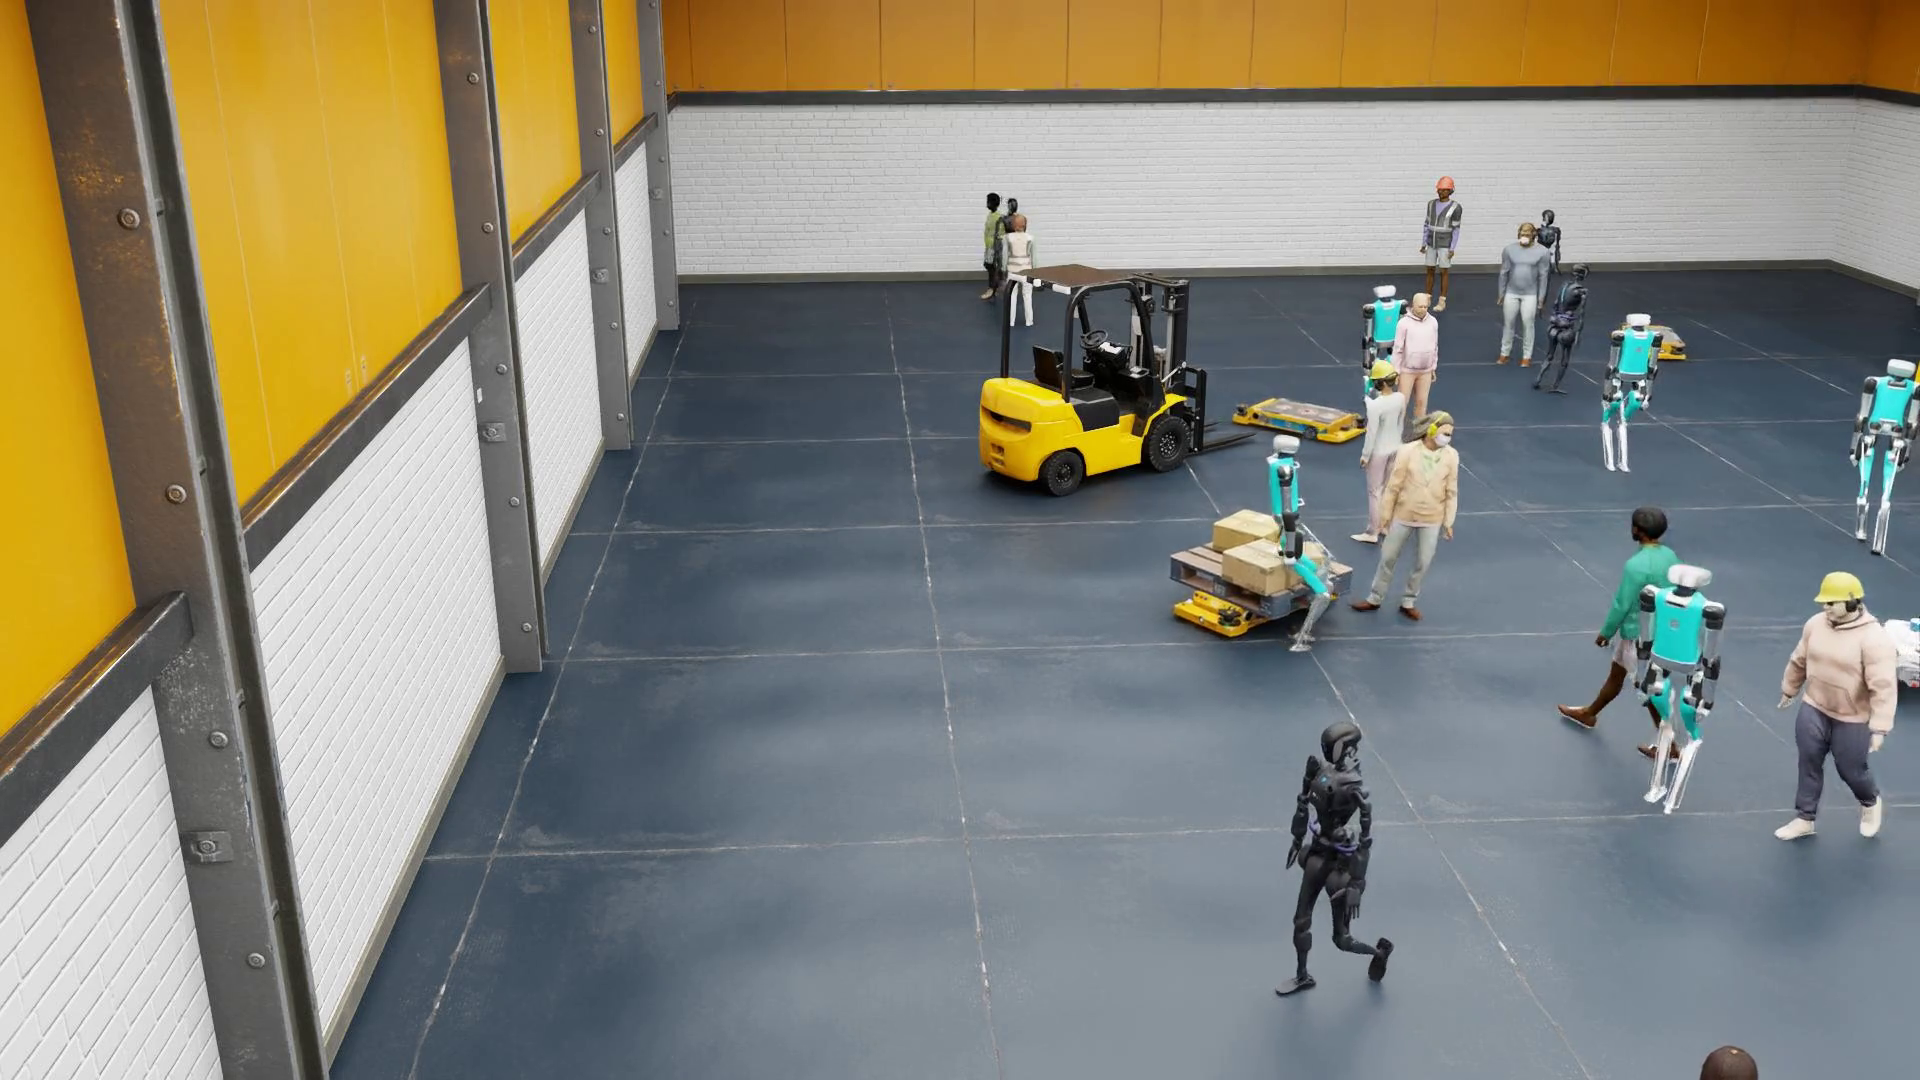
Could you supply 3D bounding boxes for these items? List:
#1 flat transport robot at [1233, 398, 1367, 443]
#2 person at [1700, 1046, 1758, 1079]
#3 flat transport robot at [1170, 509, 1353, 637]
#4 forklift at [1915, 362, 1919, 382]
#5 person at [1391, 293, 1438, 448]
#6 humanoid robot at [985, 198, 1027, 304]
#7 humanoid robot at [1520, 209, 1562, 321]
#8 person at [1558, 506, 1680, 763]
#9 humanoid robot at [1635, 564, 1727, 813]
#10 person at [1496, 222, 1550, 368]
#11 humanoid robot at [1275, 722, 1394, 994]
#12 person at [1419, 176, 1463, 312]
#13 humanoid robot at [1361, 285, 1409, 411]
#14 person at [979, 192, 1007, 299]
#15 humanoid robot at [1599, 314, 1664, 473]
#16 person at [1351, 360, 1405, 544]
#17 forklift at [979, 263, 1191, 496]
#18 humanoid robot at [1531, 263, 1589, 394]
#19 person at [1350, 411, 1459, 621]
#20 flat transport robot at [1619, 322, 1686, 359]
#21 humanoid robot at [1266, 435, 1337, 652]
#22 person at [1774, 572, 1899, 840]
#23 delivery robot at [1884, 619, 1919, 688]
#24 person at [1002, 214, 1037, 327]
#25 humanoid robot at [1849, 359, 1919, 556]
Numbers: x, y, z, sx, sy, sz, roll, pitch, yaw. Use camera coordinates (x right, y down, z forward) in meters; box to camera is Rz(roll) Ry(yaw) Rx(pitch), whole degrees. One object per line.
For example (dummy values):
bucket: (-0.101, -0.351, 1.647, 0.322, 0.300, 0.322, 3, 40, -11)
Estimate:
flat transport robot: (3.983, -1.410, 19.468, 1.431, 0.231, 0.659, 17, 26, 38)
person: (2.728, 2.671, 6.183, 0.470, 1.765, 0.366, 14, 24, 33)
flat transport robot: (2.567, 0.486, 14.303, 1.431, 0.231, 0.659, -15, 25, -36)
forklift: (12.602, -2.435, 19.475, 2.313, 2.155, 1.214, -1, 20, -4)
person: (5.066, -1.893, 18.603, 0.537, 1.775, 0.410, -4, 21, -11)
humanoid robot: (0.732, -4.491, 25.825, 0.639, 1.648, 0.465, -8, 22, -21)
humanoid robot: (8.667, -4.113, 24.801, 0.587, 1.646, 0.444, -8, 22, -21)
person: (4.757, 0.629, 11.697, 0.491, 1.792, 0.992, -17, 26, -38)
humanoid robot: (4.759, 0.944, 10.917, 0.753, 1.777, 0.532, -19, 27, -41)
person: (7.465, -3.263, 22.120, 0.627, 1.929, 0.352, 11, 23, 27)
humanoid robot: (2.057, 1.700, 8.984, 0.662, 1.630, 0.603, -11, 23, -27)
person: (7.299, -4.512, 25.345, 0.365, 2.048, 0.607, -17, 26, -38)
humanoid robot: (4.828, -2.124, 19.325, 0.580, 1.783, 0.886, -3, 20, -7)
person: (0.564, -4.636, 26.212, 0.466, 1.681, 0.535, -3, 20, -8)
humanoid robot: (7.086, -1.605, 17.799, 0.535, 1.748, 0.657, 1, 20, 2)
person: (3.966, -0.833, 15.736, 0.522, 1.760, 0.322, -17, 26, -38)
forklift: (1.315, -1.764, 17.646, 2.313, 2.155, 1.214, -14, 24, -33)
humanoid robot: (7.525, -2.661, 20.836, 0.484, 1.637, 0.608, -7, 21, -18)
person: (3.749, -0.210, 13.921, 0.773, 1.840, 0.375, 3, 20, 8)
flat transport robot: (9.633, -2.766, 23.164, 0.659, 0.231, 1.431, 4, 21, 11)
humanoid robot: (2.805, 0.029, 13.417, 0.744, 1.784, 0.554, 1, 20, 3)
person: (5.576, 1.047, 10.495, 0.652, 1.839, 0.810, -12, 23, -29)
delivery robot: (7.309, 0.899, 12.788, 0.499, 0.611, 0.812, 8, 21, 20)
person: (0.866, -3.934, 24.352, 0.514, 1.641, 0.313, 1, 20, 2)
humanoid robot: (8.626, -0.701, 15.550, 0.554, 1.882, 0.804, 8, 22, 21)
